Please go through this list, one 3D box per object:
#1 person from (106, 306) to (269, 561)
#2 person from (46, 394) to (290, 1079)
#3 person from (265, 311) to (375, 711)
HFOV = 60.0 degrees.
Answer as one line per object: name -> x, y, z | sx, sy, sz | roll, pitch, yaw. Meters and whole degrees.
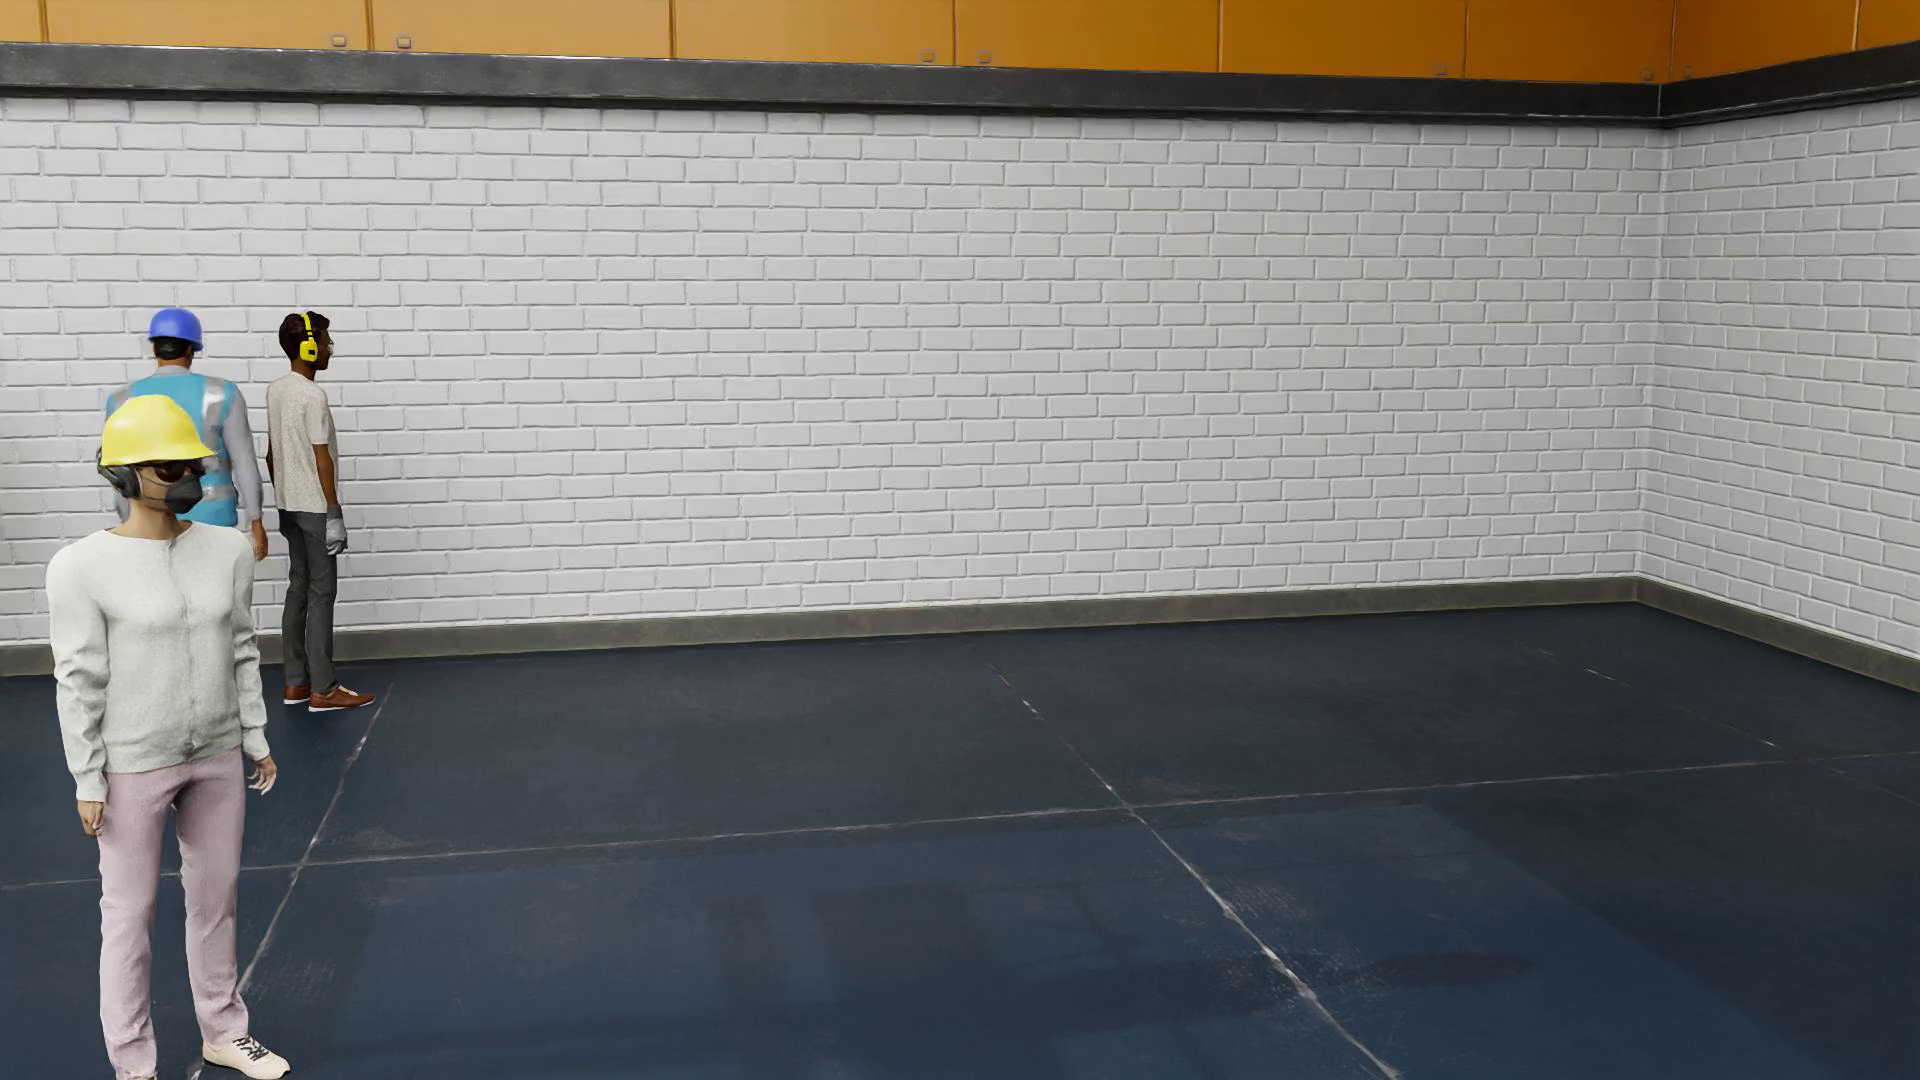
person -> -3.516, -0.108, 7.606 | 0.638, 1.925, 0.684 | -3, 10, -17
person -> -1.921, 0.531, 4.067 | 0.306, 1.772, 0.525 | 6, 11, 31
person -> -3.042, -0.134, 7.815 | 0.538, 1.869, 0.312 | 8, 12, 41
